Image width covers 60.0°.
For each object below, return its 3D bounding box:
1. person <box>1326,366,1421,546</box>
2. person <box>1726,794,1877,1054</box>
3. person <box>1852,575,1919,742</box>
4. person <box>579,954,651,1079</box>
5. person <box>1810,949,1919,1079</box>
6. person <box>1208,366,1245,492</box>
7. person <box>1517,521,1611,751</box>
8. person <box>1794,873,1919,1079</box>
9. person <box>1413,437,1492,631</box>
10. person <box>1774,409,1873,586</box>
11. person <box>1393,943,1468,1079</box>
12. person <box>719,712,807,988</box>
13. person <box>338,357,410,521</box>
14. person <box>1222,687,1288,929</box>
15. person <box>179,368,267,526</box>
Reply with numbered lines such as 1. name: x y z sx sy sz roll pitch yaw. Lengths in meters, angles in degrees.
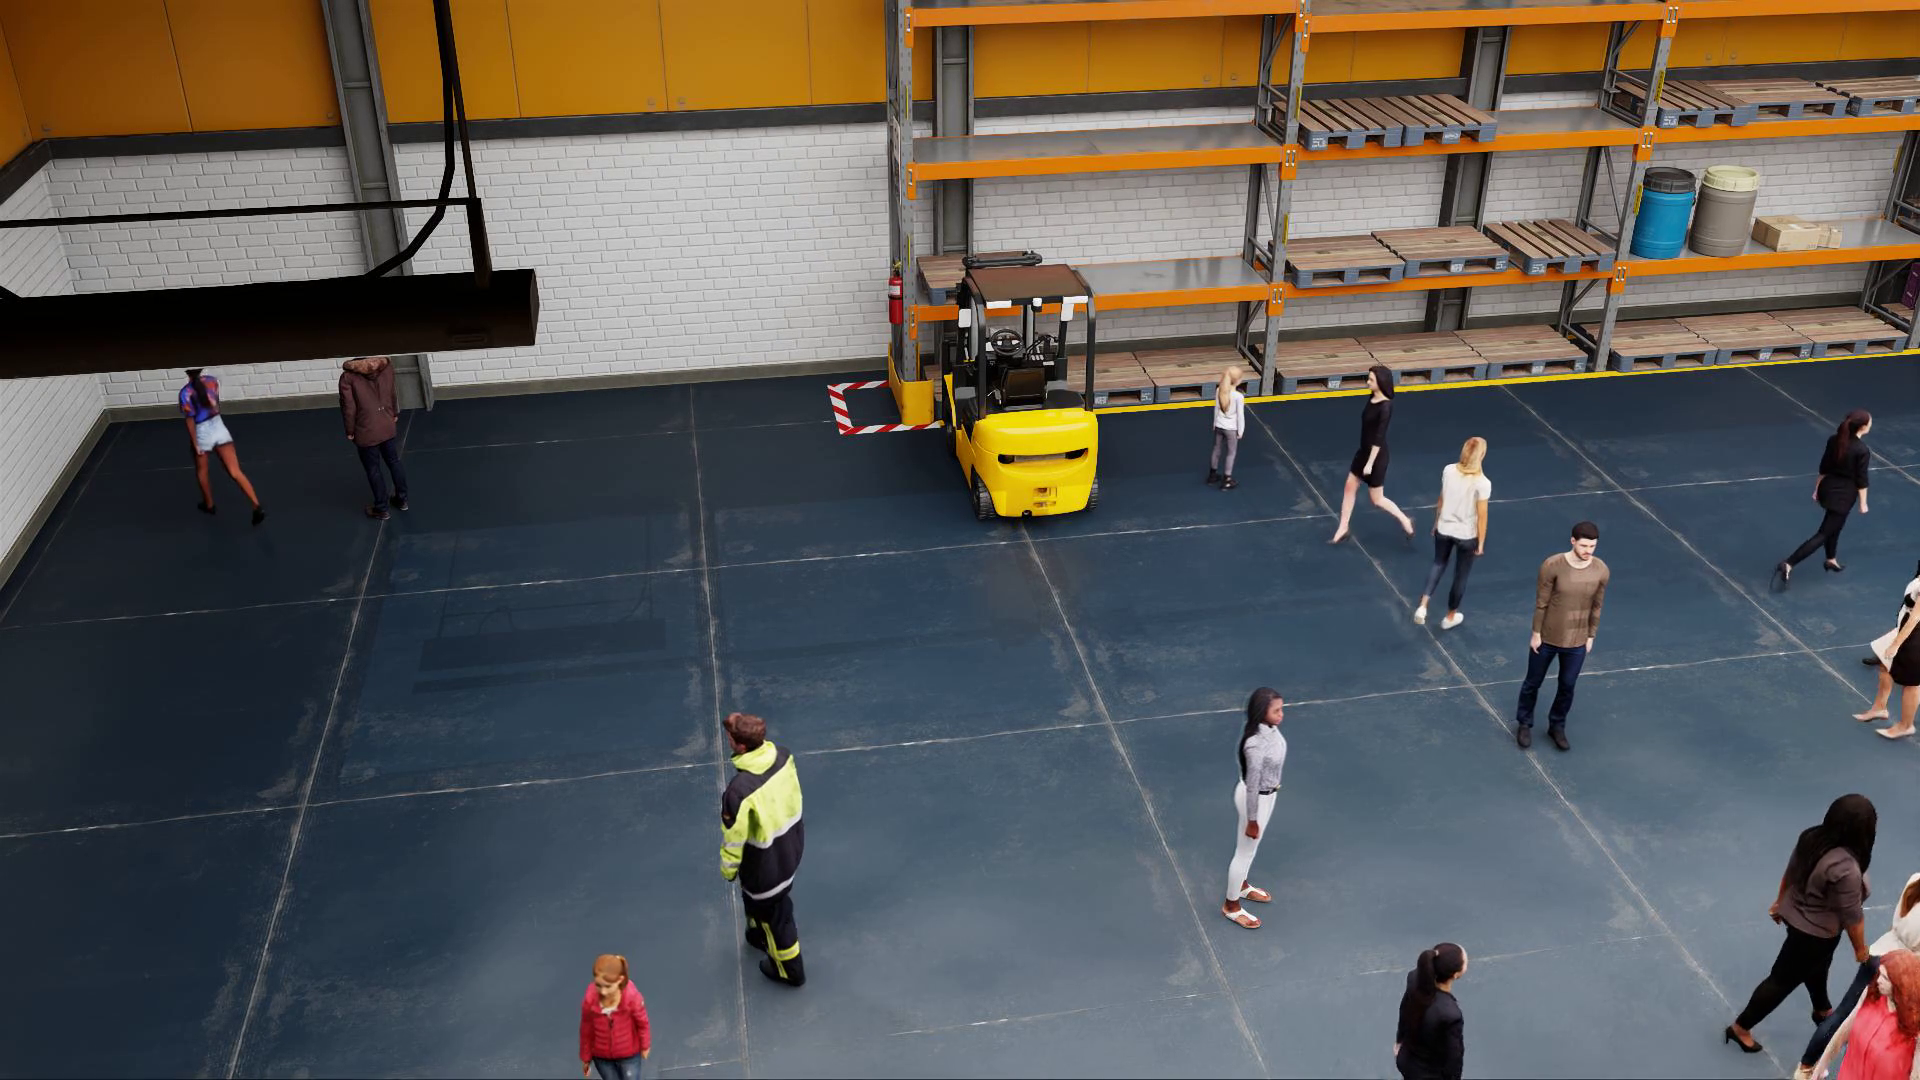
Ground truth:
1. person: 3.795 -0.692 14.953 1.061 1.774 0.651 -2 29 -4
2. person: 4.756 2.252 9.525 1.097 1.804 0.800 1 29 2
3. person: 7.172 0.766 12.316 0.887 1.740 0.827 19 34 31
4. person: -1.870 2.754 9.122 0.520 1.308 0.626 2 29 3
5. person: 4.714 2.809 8.491 0.676 1.815 0.671 -9 30 -15
6. person: 2.594 -1.096 16.212 0.585 1.276 0.631 25 37 38
7. person: 4.454 0.685 12.309 0.614 1.888 0.771 3 29 5
8. person: 5.125 2.431 9.277 1.171 1.726 0.736 -2 29 -3
9. person: 4.043 -0.013 13.679 0.865 1.801 0.956 25 37 38
10. person: 7.539 -0.326 14.439 1.057 1.623 0.607 -5 29 -9
11. person: 2.349 2.788 8.647 0.733 1.703 0.643 -9 30 -16
12. person: -1.098 1.896 10.021 1.026 1.955 0.973 15 32 25
13. person: -5.502 -1.086 15.599 0.931 1.847 0.872 19 34 30
14. person: 1.900 1.676 10.665 0.683 1.724 0.670 12 31 21
15. person: -6.866 -0.903 15.413 1.196 1.705 1.131 18 34 30
